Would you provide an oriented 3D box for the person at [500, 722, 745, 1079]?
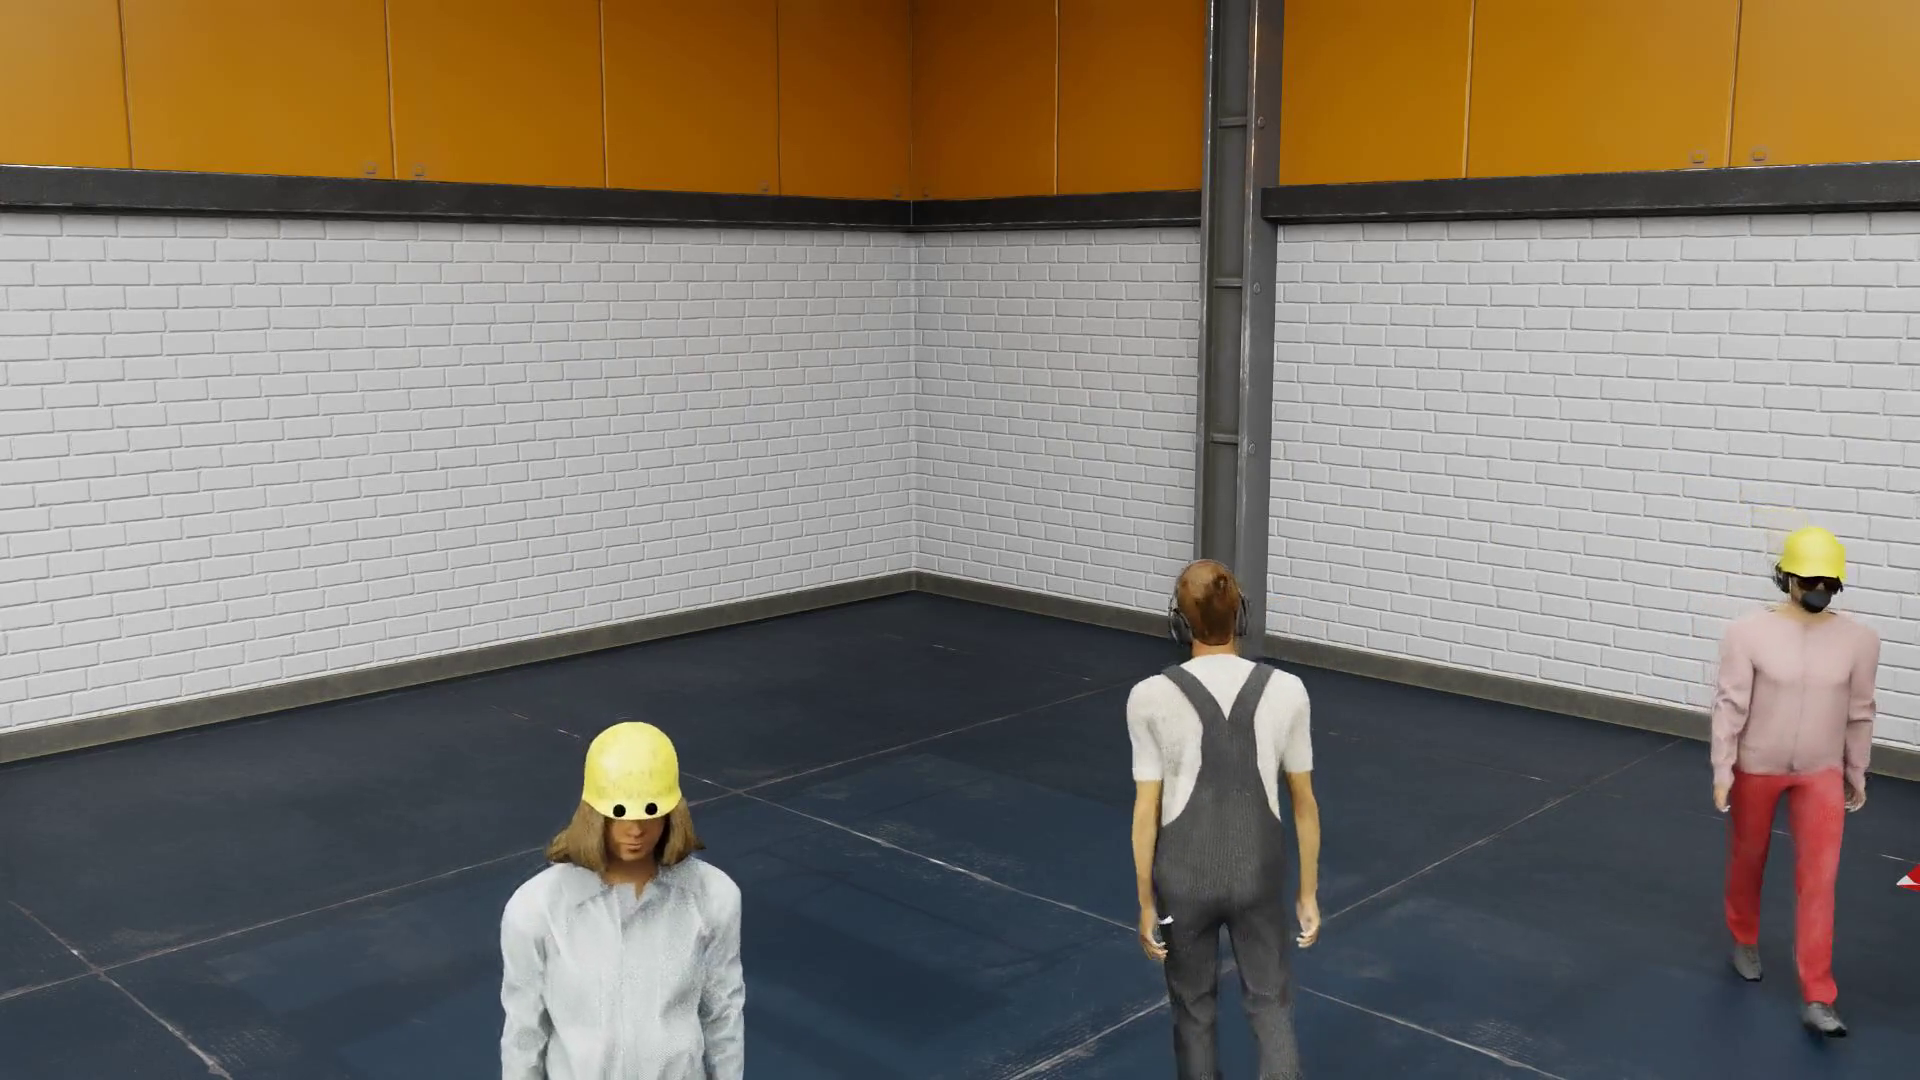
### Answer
[{"bbox_3d":[-0.689,1.194,3.440,0.503,1.728,0.457,-3,10,-18],"label":"person"}]

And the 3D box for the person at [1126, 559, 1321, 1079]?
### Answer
[{"bbox_3d":[0.728,0.981,4.494,0.533,1.816,0.695,-1,9,-4],"label":"person"}]

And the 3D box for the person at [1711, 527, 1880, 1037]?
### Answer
[{"bbox_3d":[2.912,0.810,5.809,0.545,1.712,0.894,2,9,12],"label":"person"}]
